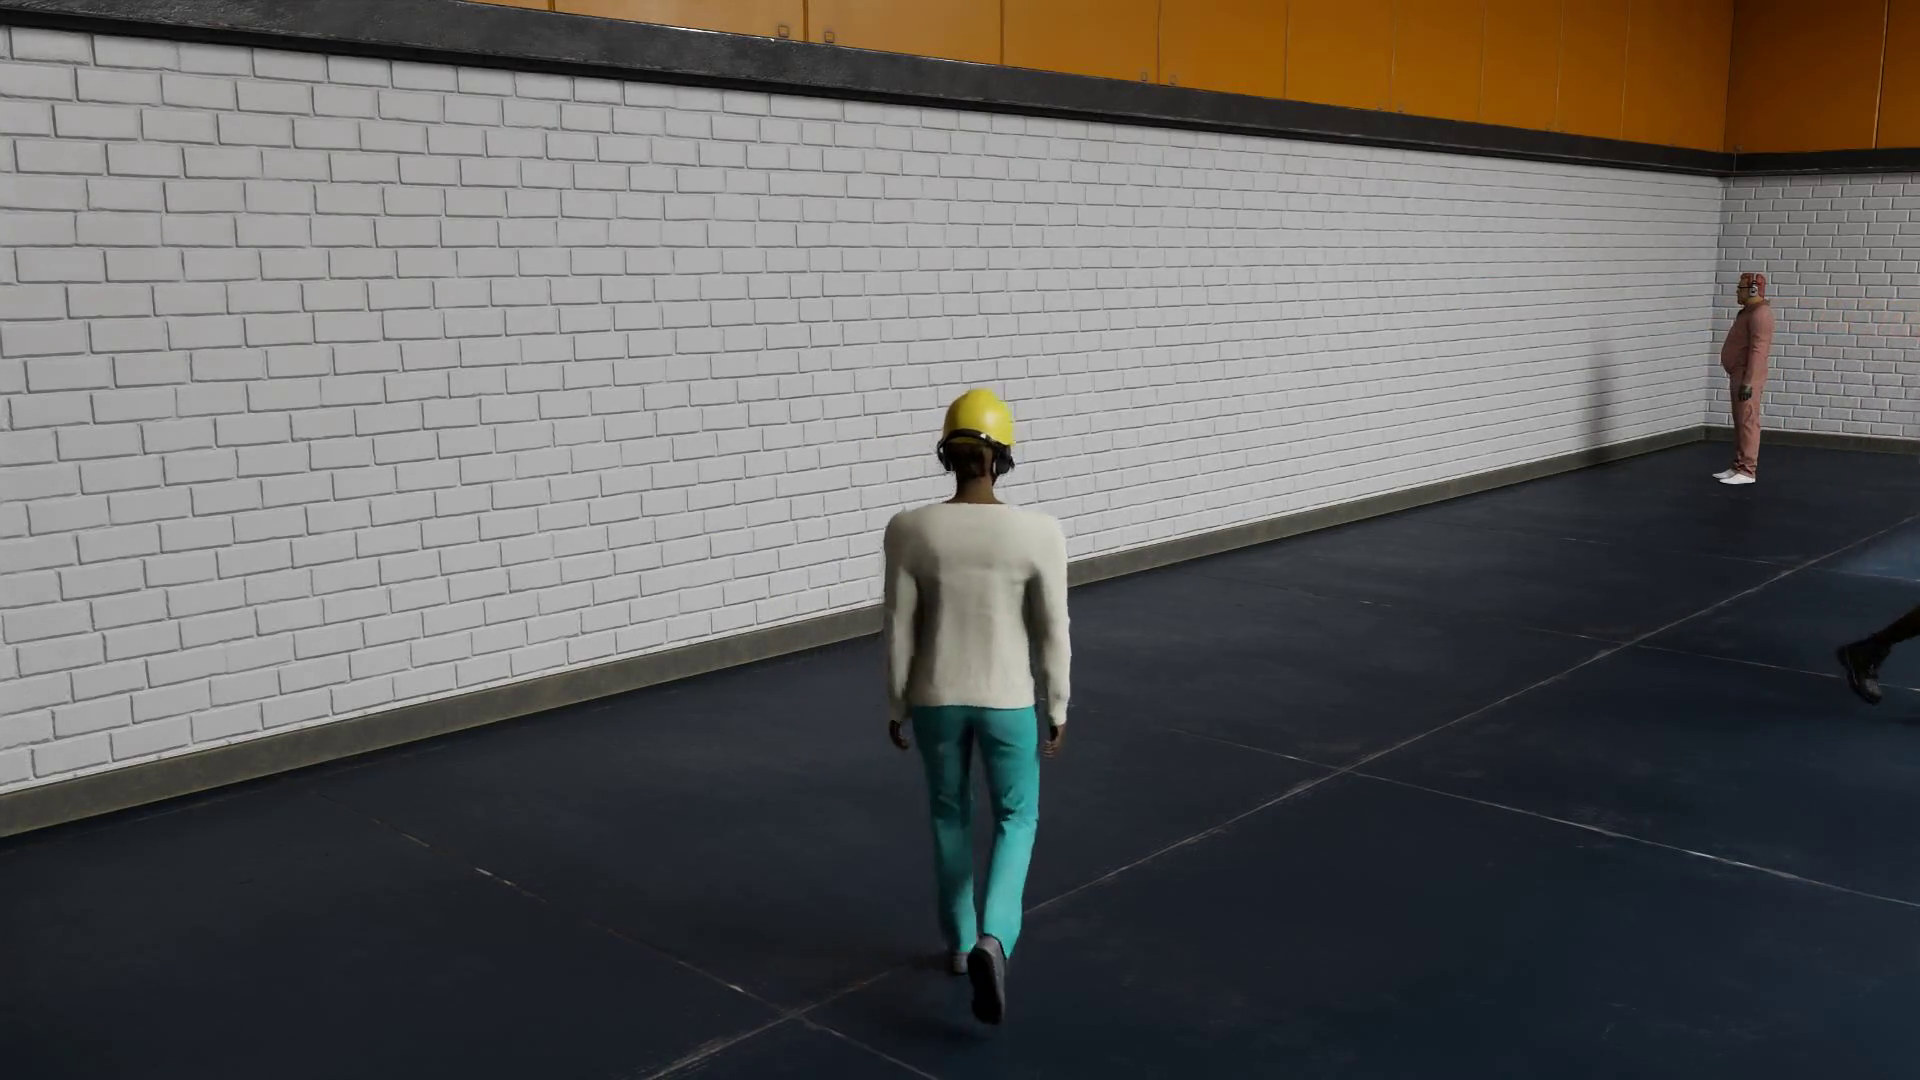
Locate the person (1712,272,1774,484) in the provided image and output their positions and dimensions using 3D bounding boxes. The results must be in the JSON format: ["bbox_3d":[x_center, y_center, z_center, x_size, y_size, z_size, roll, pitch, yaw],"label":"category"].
[{"bbox_3d":[7.098,-1.457,15.062,0.408,1.908,0.641,3,10,17],"label":"person"}]

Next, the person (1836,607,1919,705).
[{"bbox_3d":[4.413,-0.108,7.417,0.649,1.890,0.628,8,13,39],"label":"person"}]

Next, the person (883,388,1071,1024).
[{"bbox_3d":[0.035,0.458,4.626,0.530,1.750,0.667,2,10,9],"label":"person"}]
